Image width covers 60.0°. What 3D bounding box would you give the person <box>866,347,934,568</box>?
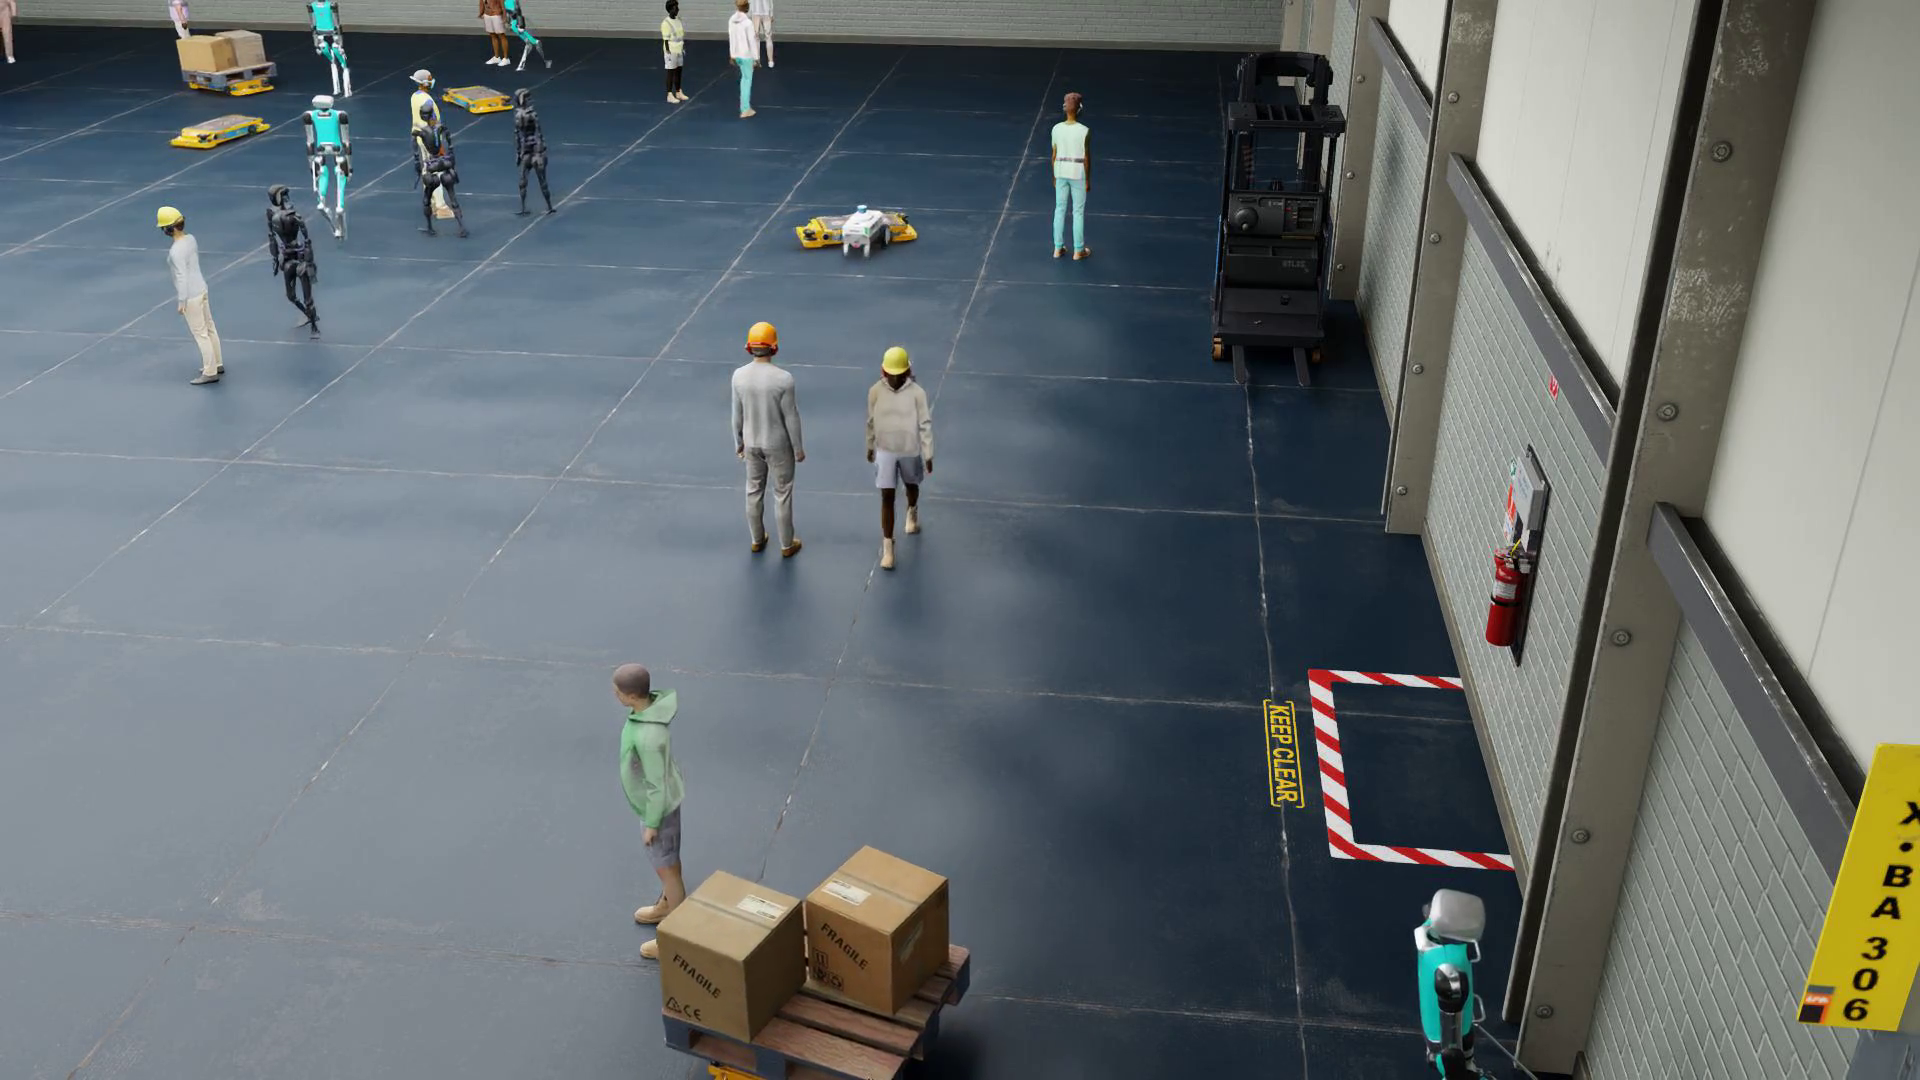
[{"bbox_3d":[-0.468,-0.725,12.976,0.542,1.712,0.941,2,27,3],"label":"person"}]

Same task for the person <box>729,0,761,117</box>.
[{"bbox_3d":[-3.458,-7.854,27.000,0.513,1.895,0.525,19,32,33],"label":"person"}]

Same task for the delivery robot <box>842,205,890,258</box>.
[{"bbox_3d":[-1.188,-3.817,20.410,0.499,0.568,0.747,6,27,12],"label":"delivery robot"}]

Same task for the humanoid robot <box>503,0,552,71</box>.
[{"bbox_3d":[-7.884,-9.459,30.425,0.892,1.818,0.559,-22,34,-36],"label":"humanoid robot"}]

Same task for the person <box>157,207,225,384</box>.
[{"bbox_3d":[-7.530,-2.391,16.250,0.325,1.759,0.524,-2,27,-5],"label":"person"}]

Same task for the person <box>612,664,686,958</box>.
[{"bbox_3d":[-1.600,1.399,8.705,0.336,1.737,0.472,-5,27,-10],"label":"person"}]

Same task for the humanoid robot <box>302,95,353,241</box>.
[{"bbox_3d":[-7.778,-4.485,20.579,0.550,1.914,0.716,-5,27,-10],"label":"humanoid robot"}]

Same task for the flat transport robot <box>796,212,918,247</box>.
[{"bbox_3d":[-1.302,-3.900,20.924,1.431,0.231,0.659,-6,27,-12],"label":"flat transport robot"}]

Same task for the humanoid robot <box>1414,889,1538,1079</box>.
[{"bbox_3d":[2.218,2.214,6.983,0.757,1.699,0.534,3,27,6],"label":"humanoid robot"}]

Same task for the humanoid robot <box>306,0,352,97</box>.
[{"bbox_3d":[-10.706,-8.470,28.420,0.534,1.808,0.668,1,27,2],"label":"humanoid robot"}]

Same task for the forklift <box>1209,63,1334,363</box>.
[{"bbox_3d":[3.241,-3.477,17.183,1.129,2.768,1.873,3,27,6],"label":"forklift"}]

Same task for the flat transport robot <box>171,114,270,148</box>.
[{"bbox_3d":[-11.462,-6.341,25.797,0.659,0.231,1.431,9,28,17],"label":"flat transport robot"}]

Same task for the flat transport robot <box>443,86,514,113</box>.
[{"bbox_3d":[-8.085,-7.385,27.881,0.659,0.231,1.431,-19,32,-33],"label":"flat transport robot"}]

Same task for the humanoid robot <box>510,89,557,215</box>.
[{"bbox_3d":[-5.600,-5.012,21.590,0.589,1.642,0.642,20,33,34],"label":"humanoid robot"}]

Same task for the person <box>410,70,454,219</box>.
[{"bbox_3d":[-6.866,-5.126,21.562,0.401,1.893,0.526,-21,33,-35],"label":"person"}]

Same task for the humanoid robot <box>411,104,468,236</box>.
[{"bbox_3d":[-6.557,-4.615,20.805,0.663,1.638,0.592,22,34,37],"label":"humanoid robot"}]

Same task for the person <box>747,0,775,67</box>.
[{"bbox_3d":[-3.682,-9.686,30.694,0.501,1.869,0.390,-4,27,-7],"label":"person"}]

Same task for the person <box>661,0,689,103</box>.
[{"bbox_3d":[-4.807,-8.221,27.964,0.322,1.688,0.528,10,28,20],"label":"person"}]

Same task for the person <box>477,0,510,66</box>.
[{"bbox_3d":[-8.633,-9.780,30.891,0.797,1.854,0.386,18,32,32],"label":"person"}]

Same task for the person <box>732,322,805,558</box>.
[{"bbox_3d":[-1.483,-0.768,12.868,0.569,1.889,0.389,7,28,15],"label":"person"}]

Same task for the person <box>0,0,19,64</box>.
[{"bbox_3d":[-17.901,-9.816,30.949,0.662,1.872,0.529,-14,30,-26],"label":"person"}]

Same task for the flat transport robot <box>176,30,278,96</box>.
[{"bbox_3d":[-12.744,-7.962,29.034,1.431,0.231,0.659,16,31,28],"label":"flat transport robot"}]

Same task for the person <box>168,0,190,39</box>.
[{"bbox_3d":[-14.018,-9.416,29.954,0.365,2.048,0.607,-13,29,-24],"label":"person"}]

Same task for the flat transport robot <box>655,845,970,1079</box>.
[{"bbox_3d":[-0.674,2.418,8.311,0.659,0.231,1.431,11,29,21],"label":"flat transport robot"}]

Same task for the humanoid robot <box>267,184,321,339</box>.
[{"bbox_3d":[-6.942,-2.949,17.461,0.615,1.647,0.449,13,29,25],"label":"humanoid robot"}]

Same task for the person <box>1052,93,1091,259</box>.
[{"bbox_3d":[1.328,-4.343,19.904,0.483,1.978,0.404,11,29,21],"label":"person"}]
